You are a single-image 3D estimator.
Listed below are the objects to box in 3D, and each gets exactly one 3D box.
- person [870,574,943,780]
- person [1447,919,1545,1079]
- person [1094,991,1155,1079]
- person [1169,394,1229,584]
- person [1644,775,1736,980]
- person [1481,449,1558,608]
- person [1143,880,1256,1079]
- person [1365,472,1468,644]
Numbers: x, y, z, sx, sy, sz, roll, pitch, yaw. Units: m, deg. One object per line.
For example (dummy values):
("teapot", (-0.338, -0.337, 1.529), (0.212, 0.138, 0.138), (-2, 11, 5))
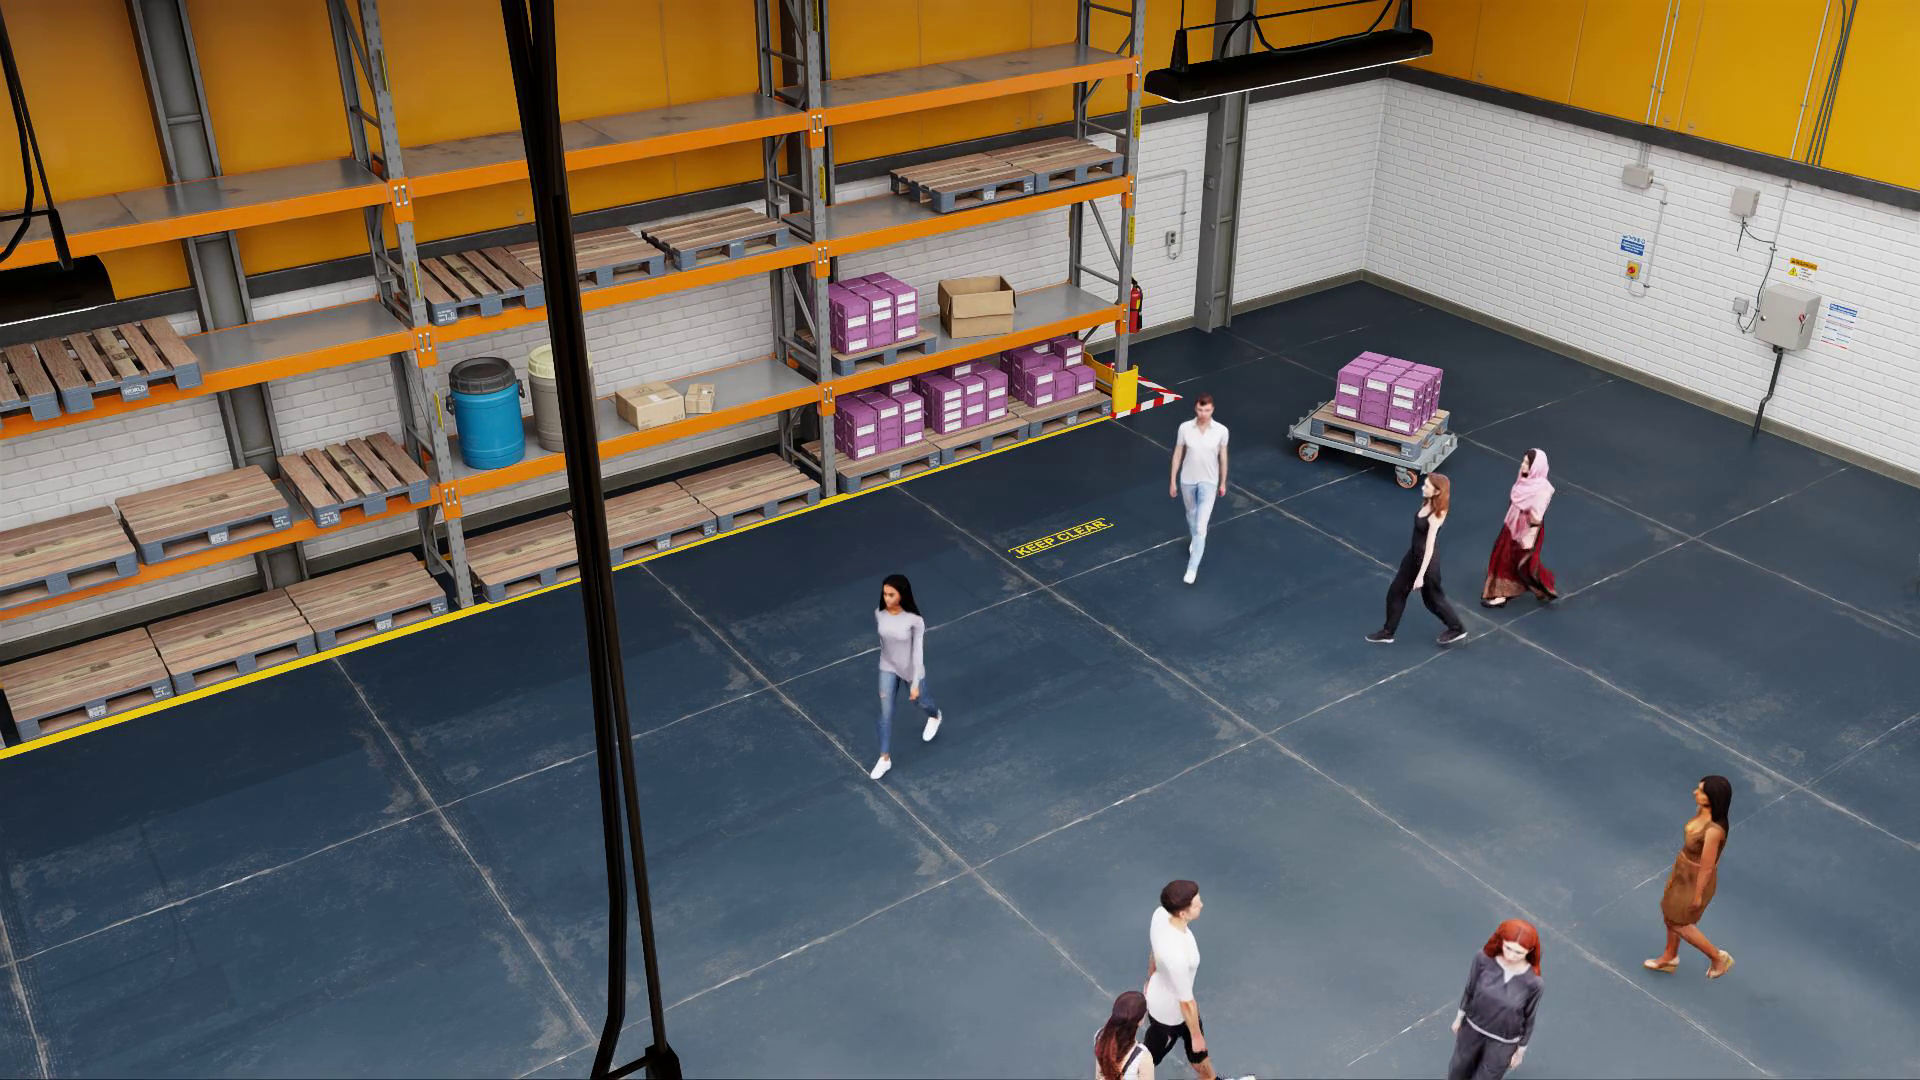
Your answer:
("person", (-0.397, 1.006, 13.238), (0.994, 1.699, 1.235), (13, 31, 22))
("person", (3.159, 2.861, 9.770), (0.722, 1.762, 0.795), (24, 37, 36))
("person", (0.843, 3.259, 9.199), (0.818, 1.611, 1.043), (21, 35, 33))
("person", (2.309, -0.574, 16.026), (1.152, 1.801, 1.303), (9, 30, 15))
("person", (4.916, 2.264, 10.955), (0.857, 1.676, 0.814), (8, 30, 14))
("person", (5.257, -0.084, 15.317), (1.022, 1.620, 0.826), (-7, 29, -13))
("person", (1.156, 2.766, 9.884), (1.241, 1.819, 1.101), (0, 29, 1))
("person", (4.202, 0.212, 14.684), (1.207, 1.707, 0.991), (-1, 29, -3))
